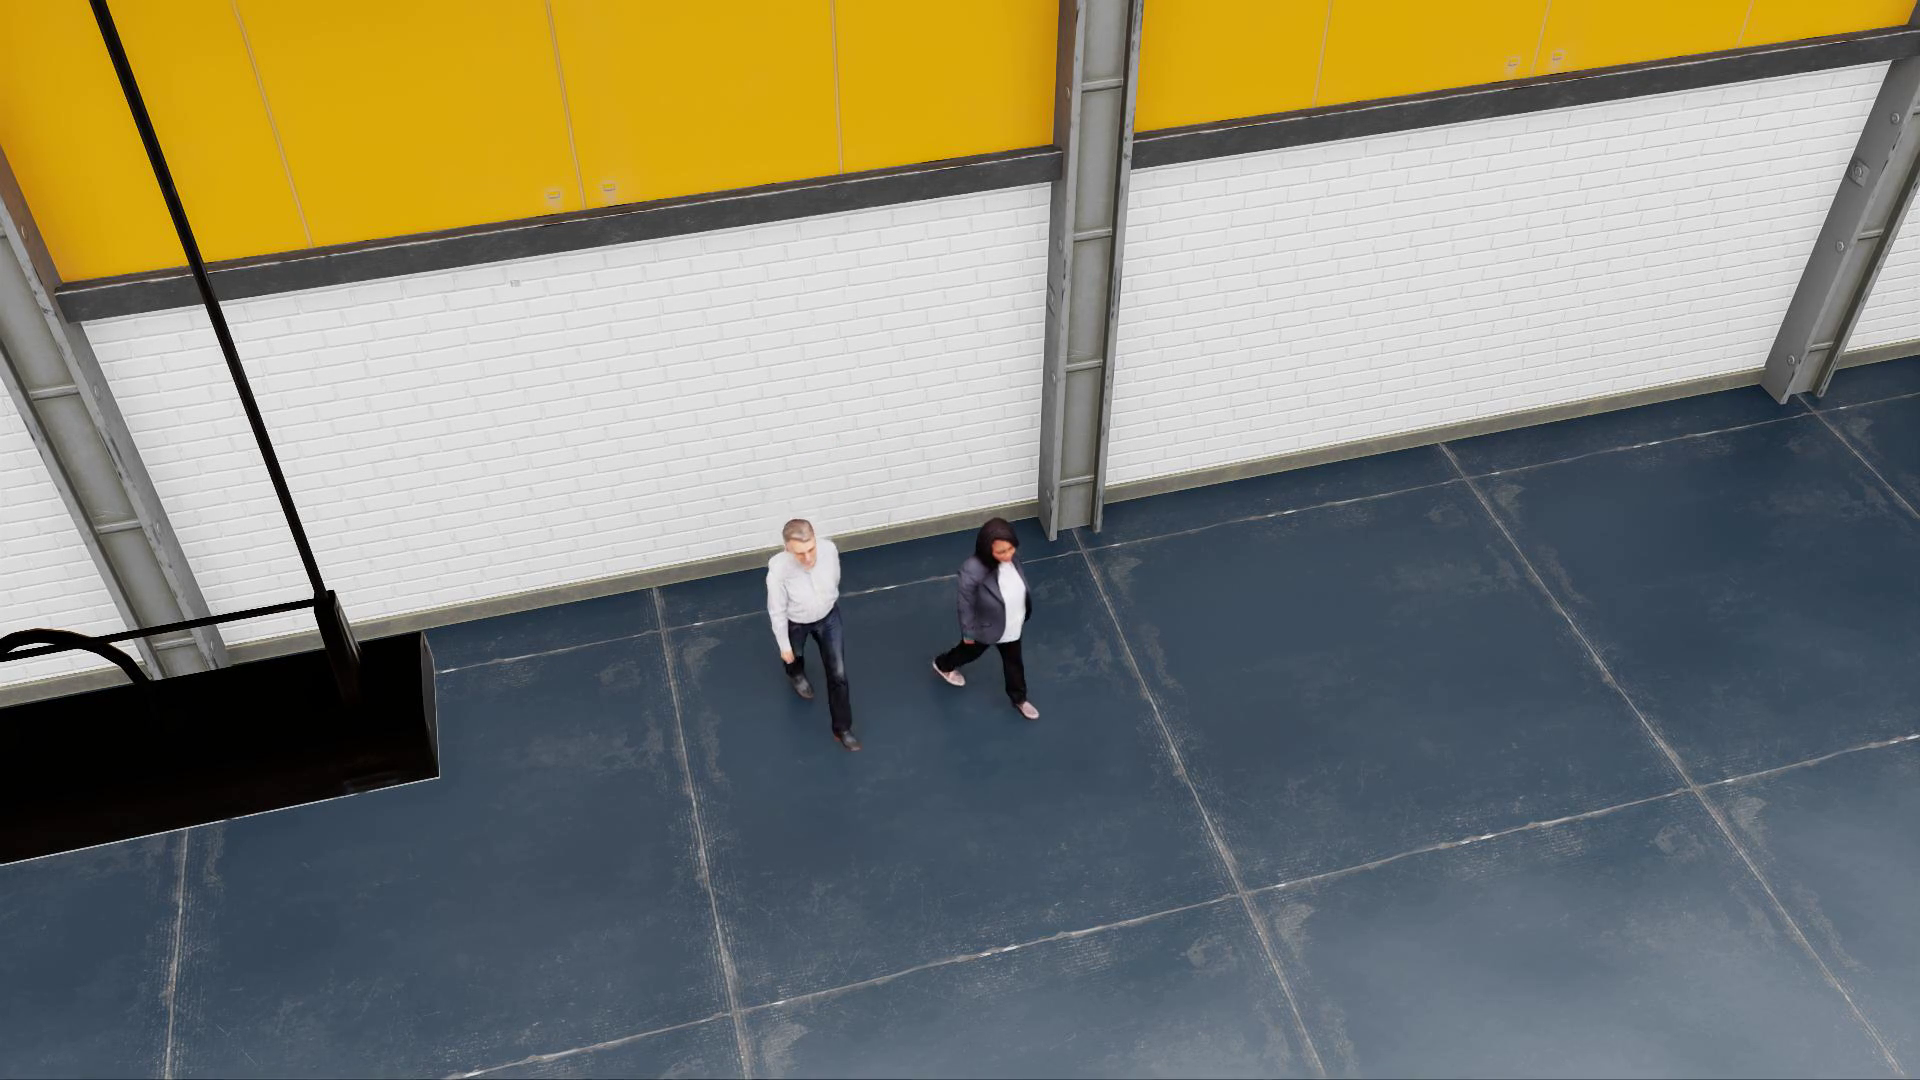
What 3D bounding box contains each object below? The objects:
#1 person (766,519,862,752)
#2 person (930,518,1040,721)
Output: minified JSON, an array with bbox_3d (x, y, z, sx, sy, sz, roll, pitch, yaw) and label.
[{"bbox_3d":[-0.953,0.428,10.189,1.134,1.766,0.875,-20,47,-20],"label":"person"},{"bbox_3d":[0.120,0.426,10.328,1.076,1.578,1.107,30,51,28],"label":"person"}]
